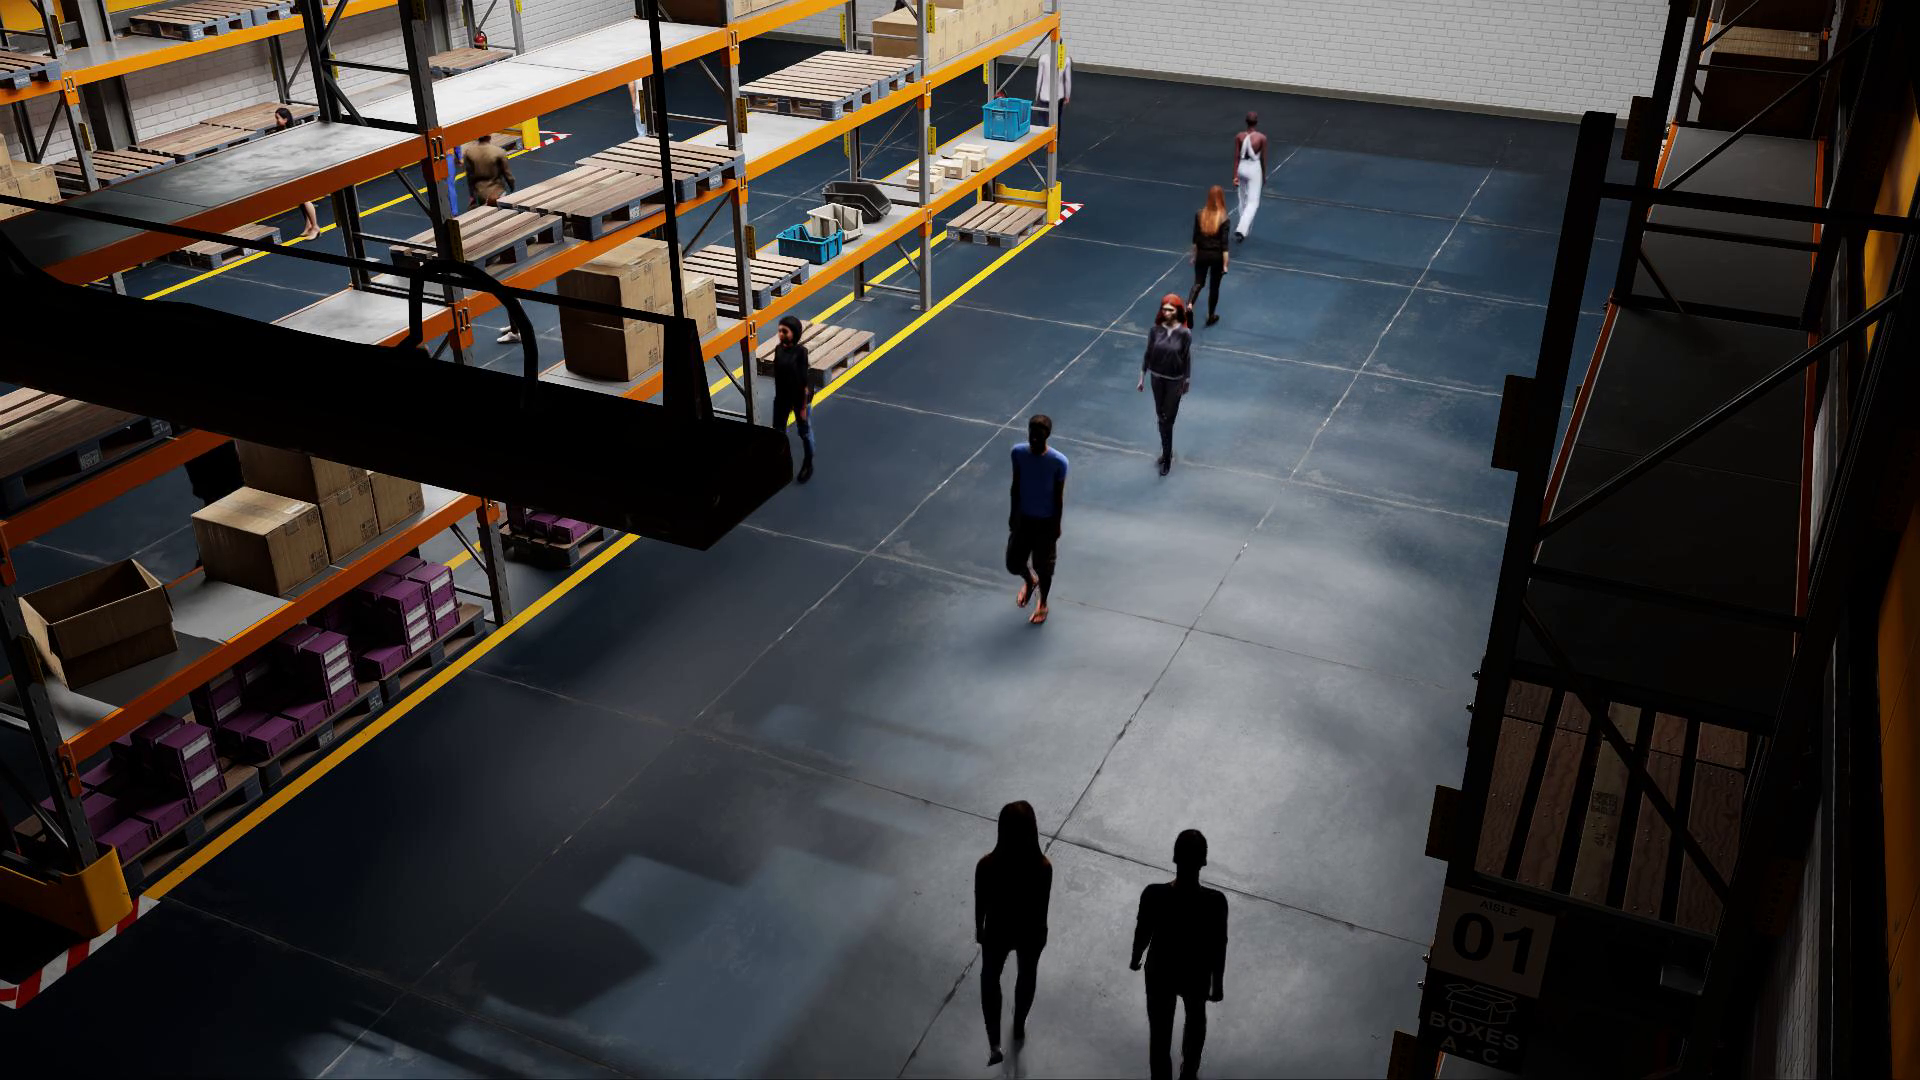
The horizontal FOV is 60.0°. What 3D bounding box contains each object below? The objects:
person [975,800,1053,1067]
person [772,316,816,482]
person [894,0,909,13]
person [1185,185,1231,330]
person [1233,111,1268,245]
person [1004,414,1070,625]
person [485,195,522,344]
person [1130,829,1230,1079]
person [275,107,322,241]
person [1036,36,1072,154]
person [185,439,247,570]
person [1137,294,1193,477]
[{"bbox_3d":[0.297,2.221,9.218,0.792,1.707,0.962,0,29,1],"label":"person"},{"bbox_3d":[-1.523,-1.335,15.771,0.576,1.675,0.883,11,30,19],"label":"person"},{"bbox_3d":[-1.022,-8.582,29.034,0.770,1.696,0.734,21,35,33],"label":"person"},{"bbox_3d":[2.849,-3.240,19.237,0.664,1.699,0.960,17,33,28],"label":"person"},{"bbox_3d":[3.790,-4.720,21.894,0.595,1.753,1.046,13,31,23],"label":"person"},{"bbox_3d":[0.652,-0.223,13.554,0.650,1.846,0.707,11,31,20],"label":"person"},{"bbox_3d":[-5.193,-3.105,18.974,0.732,1.715,0.617,1,29,2],"label":"person"},{"bbox_3d":[1.155,2.376,8.796,0.798,1.840,0.883,0,29,1],"label":"person"},{"bbox_3d":[-8.855,-4.885,22.181,0.793,1.769,0.772,-19,34,-31],"label":"person"},{"bbox_3d":[1.436,-6.873,25.752,0.902,1.839,0.972,-3,29,-5],"label":"person"},{"bbox_3d":[-6.237,-0.438,13.950,0.827,1.843,1.138,7,29,12],"label":"person"},{"bbox_3d":[2.032,-1.551,16.077,0.645,1.761,0.775,16,33,27],"label":"person"}]
